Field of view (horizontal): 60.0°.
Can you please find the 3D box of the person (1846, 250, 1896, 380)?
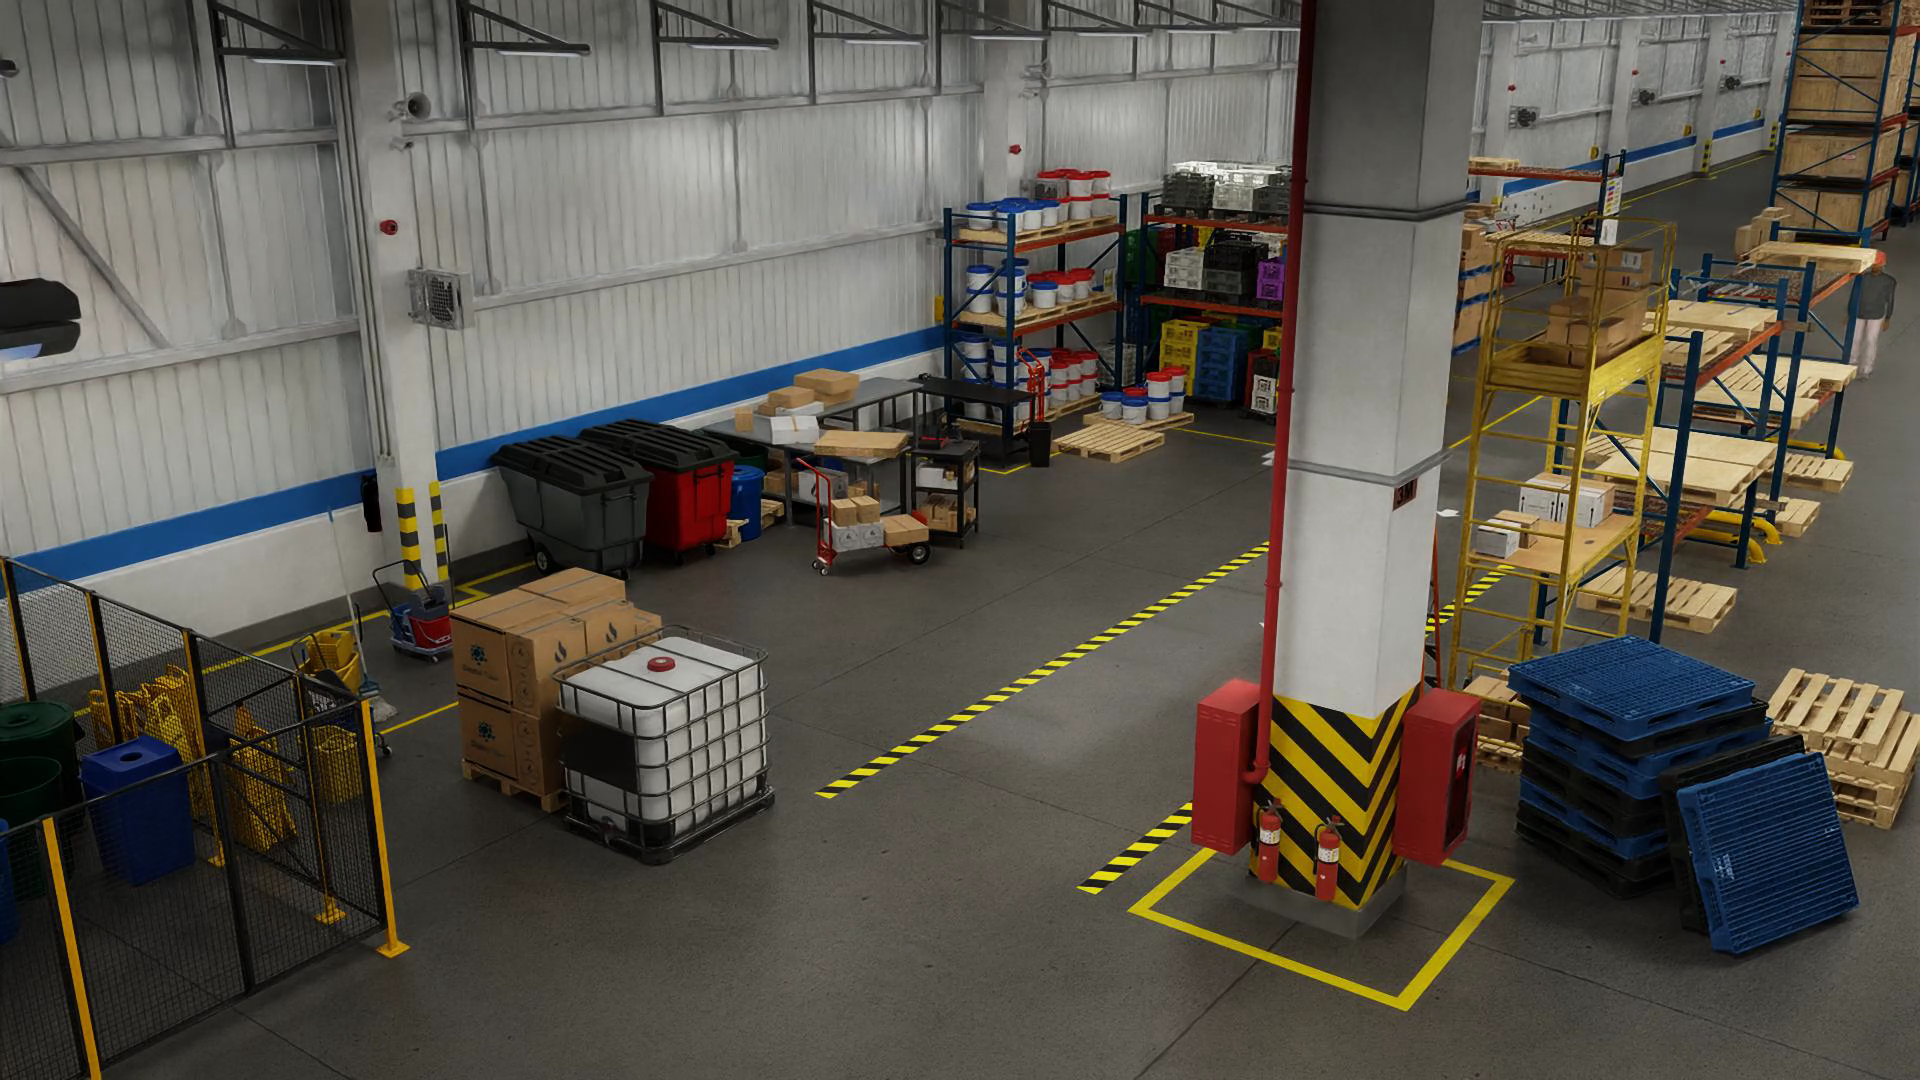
[{"bbox_3d":[13.993,-3.464,25.623,0.397,1.992,0.621,-17,24,-41],"label":"person"}]
